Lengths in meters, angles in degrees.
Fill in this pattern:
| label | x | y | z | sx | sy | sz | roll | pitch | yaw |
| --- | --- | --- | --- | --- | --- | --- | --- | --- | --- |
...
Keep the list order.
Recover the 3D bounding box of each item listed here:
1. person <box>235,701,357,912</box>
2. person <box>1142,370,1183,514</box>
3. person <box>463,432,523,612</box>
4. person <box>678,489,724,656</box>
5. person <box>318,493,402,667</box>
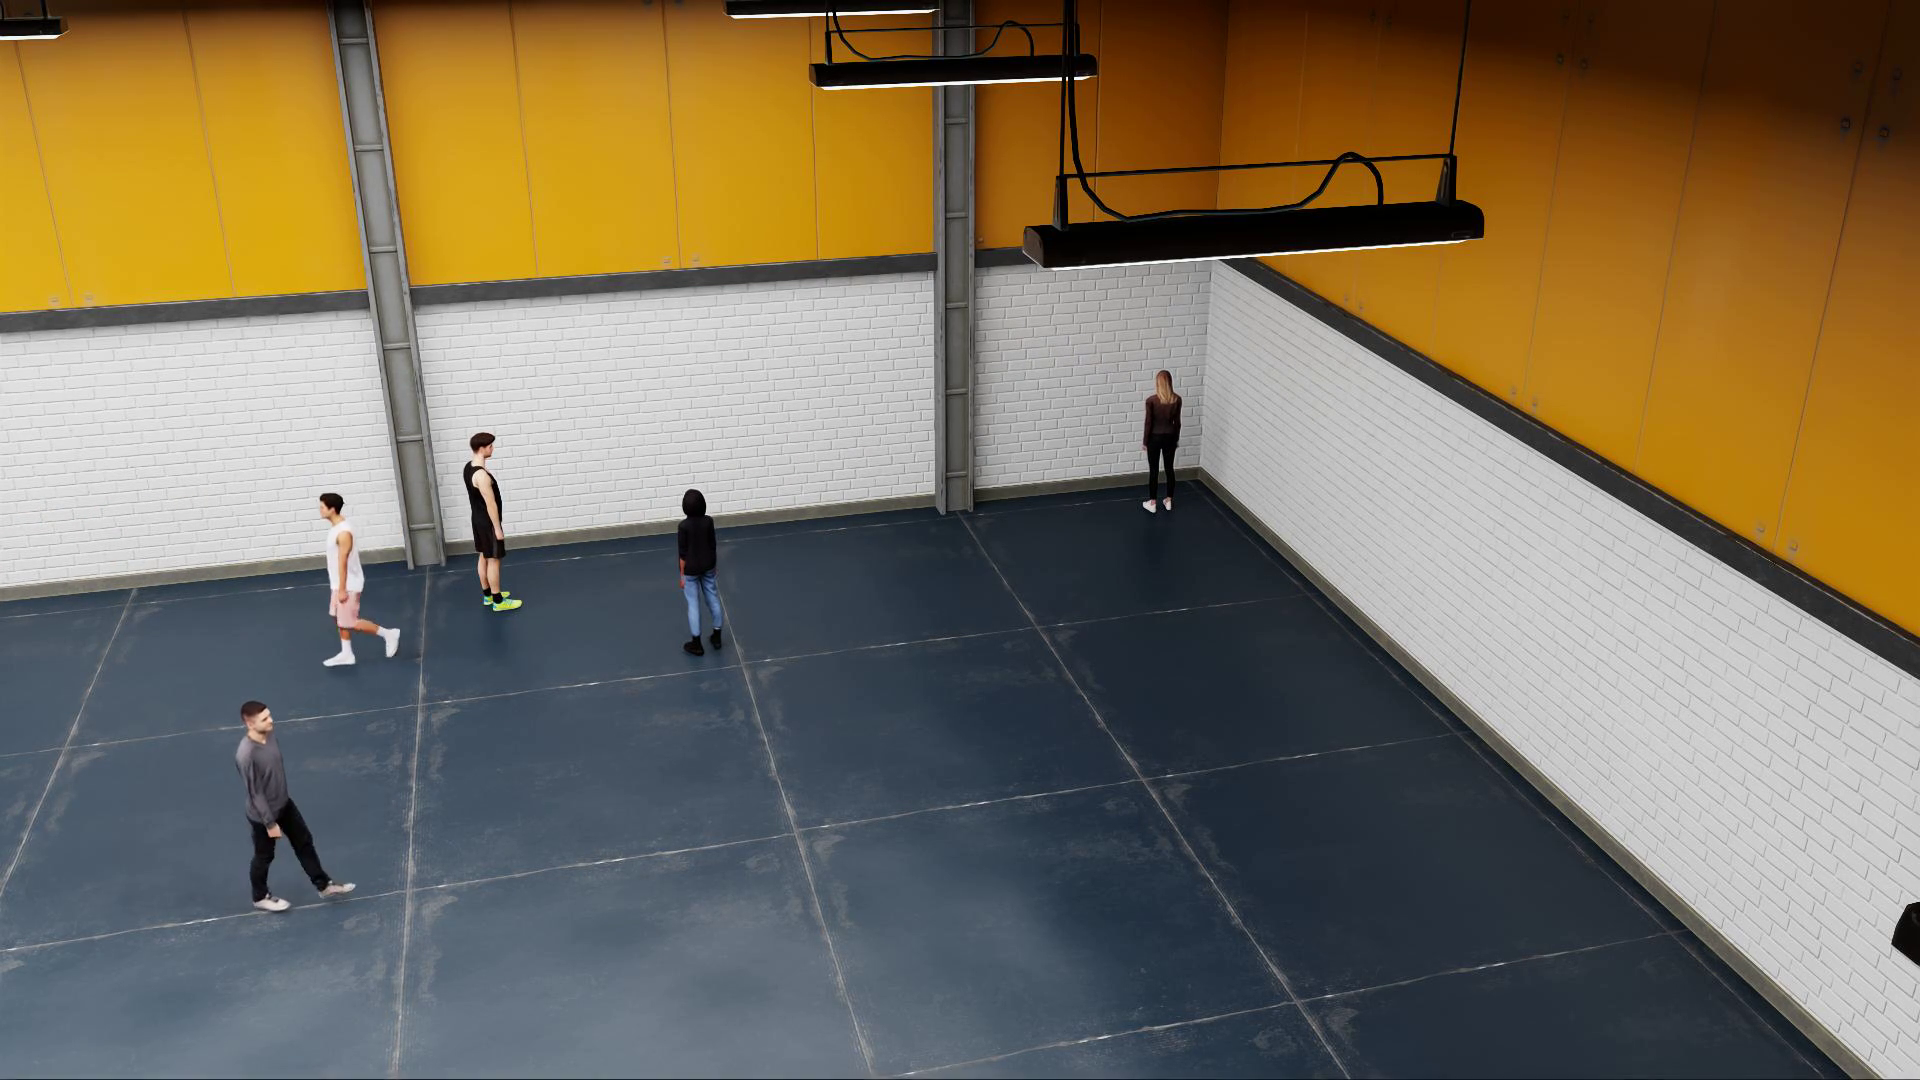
| label | x | y | z | sx | sy | sz | roll | pitch | yaw |
| --- | --- | --- | --- | --- | --- | --- | --- | --- | --- |
| person | -5.146 | 1.969 | 12.193 | 1.047 | 1.735 | 0.820 | 1 | 24 | 2 |
| person | 2.348 | -1.157 | 19.384 | 0.431 | 1.703 | 0.668 | -7 | 25 | -15 |
| person | -4.820 | -0.192 | 16.942 | 0.729 | 1.891 | 0.764 | -17 | 29 | -34 |
| person | -2.520 | 0.301 | 16.052 | 0.589 | 1.701 | 0.709 | -16 | 28 | -32 |
| person | -5.738 | 0.388 | 15.769 | 1.022 | 1.769 | 0.786 | -12 | 26 | -25 |
